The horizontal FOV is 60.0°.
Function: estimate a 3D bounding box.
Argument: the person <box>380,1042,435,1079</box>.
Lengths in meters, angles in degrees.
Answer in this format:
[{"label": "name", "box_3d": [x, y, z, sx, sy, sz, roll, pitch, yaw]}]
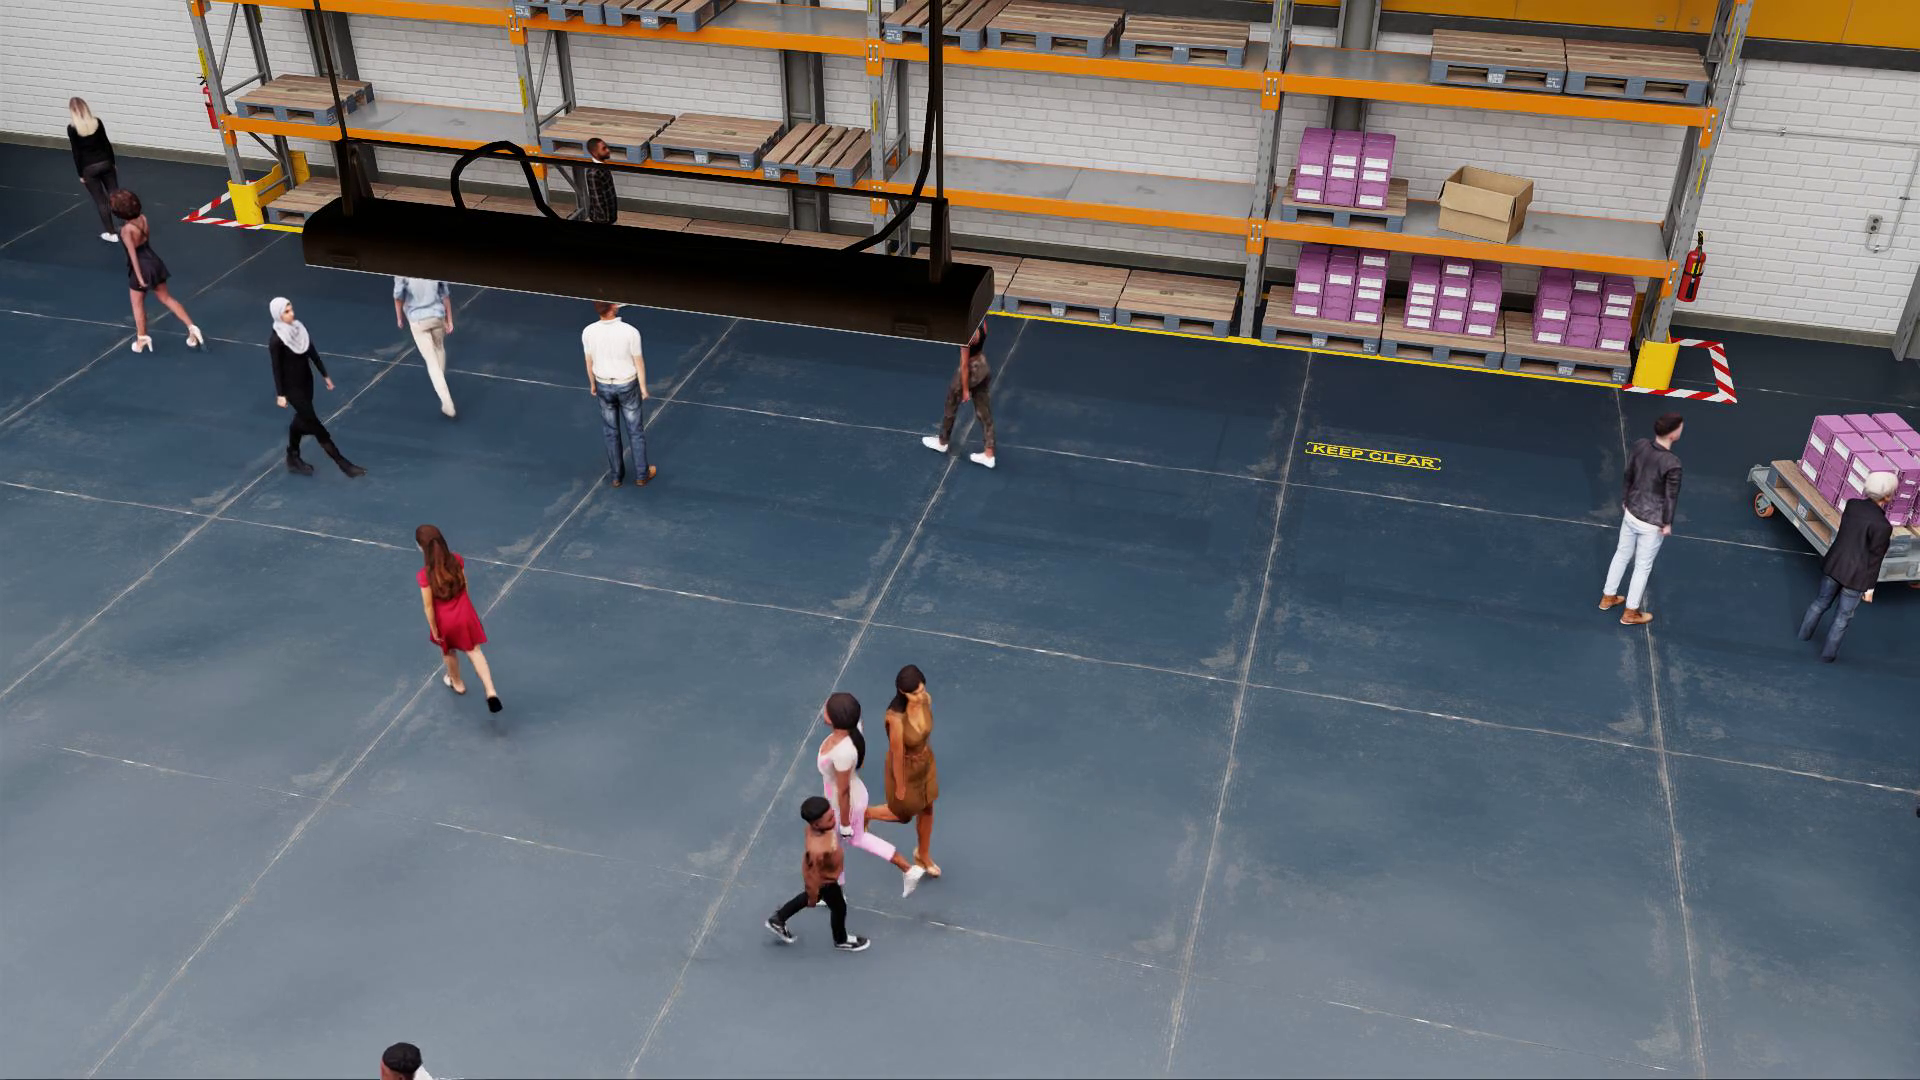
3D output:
[{"label": "person", "box_3d": [-2.700, 3.038, 8.558, 0.899, 1.231, 0.784, -13, 36, -19]}]

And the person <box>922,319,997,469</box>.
[{"label": "person", "box_3d": [0.186, -1.405, 14.849, 1.050, 1.667, 0.776, 20, 38, 27]}]

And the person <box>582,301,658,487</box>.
[{"label": "person", "box_3d": [-3.003, -1.318, 14.552, 0.571, 1.851, 0.754, 3, 34, 4]}]

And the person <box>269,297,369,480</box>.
[{"label": "person", "box_3d": [-5.894, -1.319, 14.658, 1.115, 1.735, 0.632, 10, 35, 14]}]

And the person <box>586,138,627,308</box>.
[{"label": "person", "box_3d": [-3.805, -3.410, 17.727, 0.654, 1.820, 0.720, 0, 34, 0]}]

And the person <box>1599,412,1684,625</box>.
[{"label": "person", "box_3d": [5.293, -0.177, 12.848, 0.771, 1.836, 0.735, -14, 36, -20]}]

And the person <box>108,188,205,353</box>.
[{"label": "person", "box_3d": [-8.081, -2.684, 16.688, 0.974, 1.761, 0.605, 5, 34, 8]}]

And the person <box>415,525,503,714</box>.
[{"label": "person", "box_3d": [-3.620, 0.583, 11.982, 0.883, 1.529, 1.041, -25, 41, -32]}]

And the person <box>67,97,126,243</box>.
[{"label": "person", "box_3d": [-9.922, -4.263, 19.132, 0.674, 1.685, 0.690, 24, 41, 32]}]

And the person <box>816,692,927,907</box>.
[{"label": "person", "box_3d": [-0.612, 1.646, 10.211, 1.020, 1.721, 0.634, 5, 34, 7]}]

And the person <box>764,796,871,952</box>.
[{"label": "person", "box_3d": [-0.910, 2.028, 10.075, 0.932, 1.235, 0.687, -2, 34, -3]}]

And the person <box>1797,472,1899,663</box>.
[{"label": "person", "box_3d": [6.742, 0.278, 12.615, 0.733, 1.779, 0.811, -6, 34, -9]}]

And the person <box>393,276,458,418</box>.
[{"label": "person", "box_3d": [-4.995, -2.019, 15.654, 1.145, 1.799, 1.279, -21, 39, -29]}]

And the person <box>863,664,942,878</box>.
[{"label": "person", "box_3d": [-0.390, 1.442, 10.564, 0.977, 1.669, 0.759, 20, 39, 28]}]
